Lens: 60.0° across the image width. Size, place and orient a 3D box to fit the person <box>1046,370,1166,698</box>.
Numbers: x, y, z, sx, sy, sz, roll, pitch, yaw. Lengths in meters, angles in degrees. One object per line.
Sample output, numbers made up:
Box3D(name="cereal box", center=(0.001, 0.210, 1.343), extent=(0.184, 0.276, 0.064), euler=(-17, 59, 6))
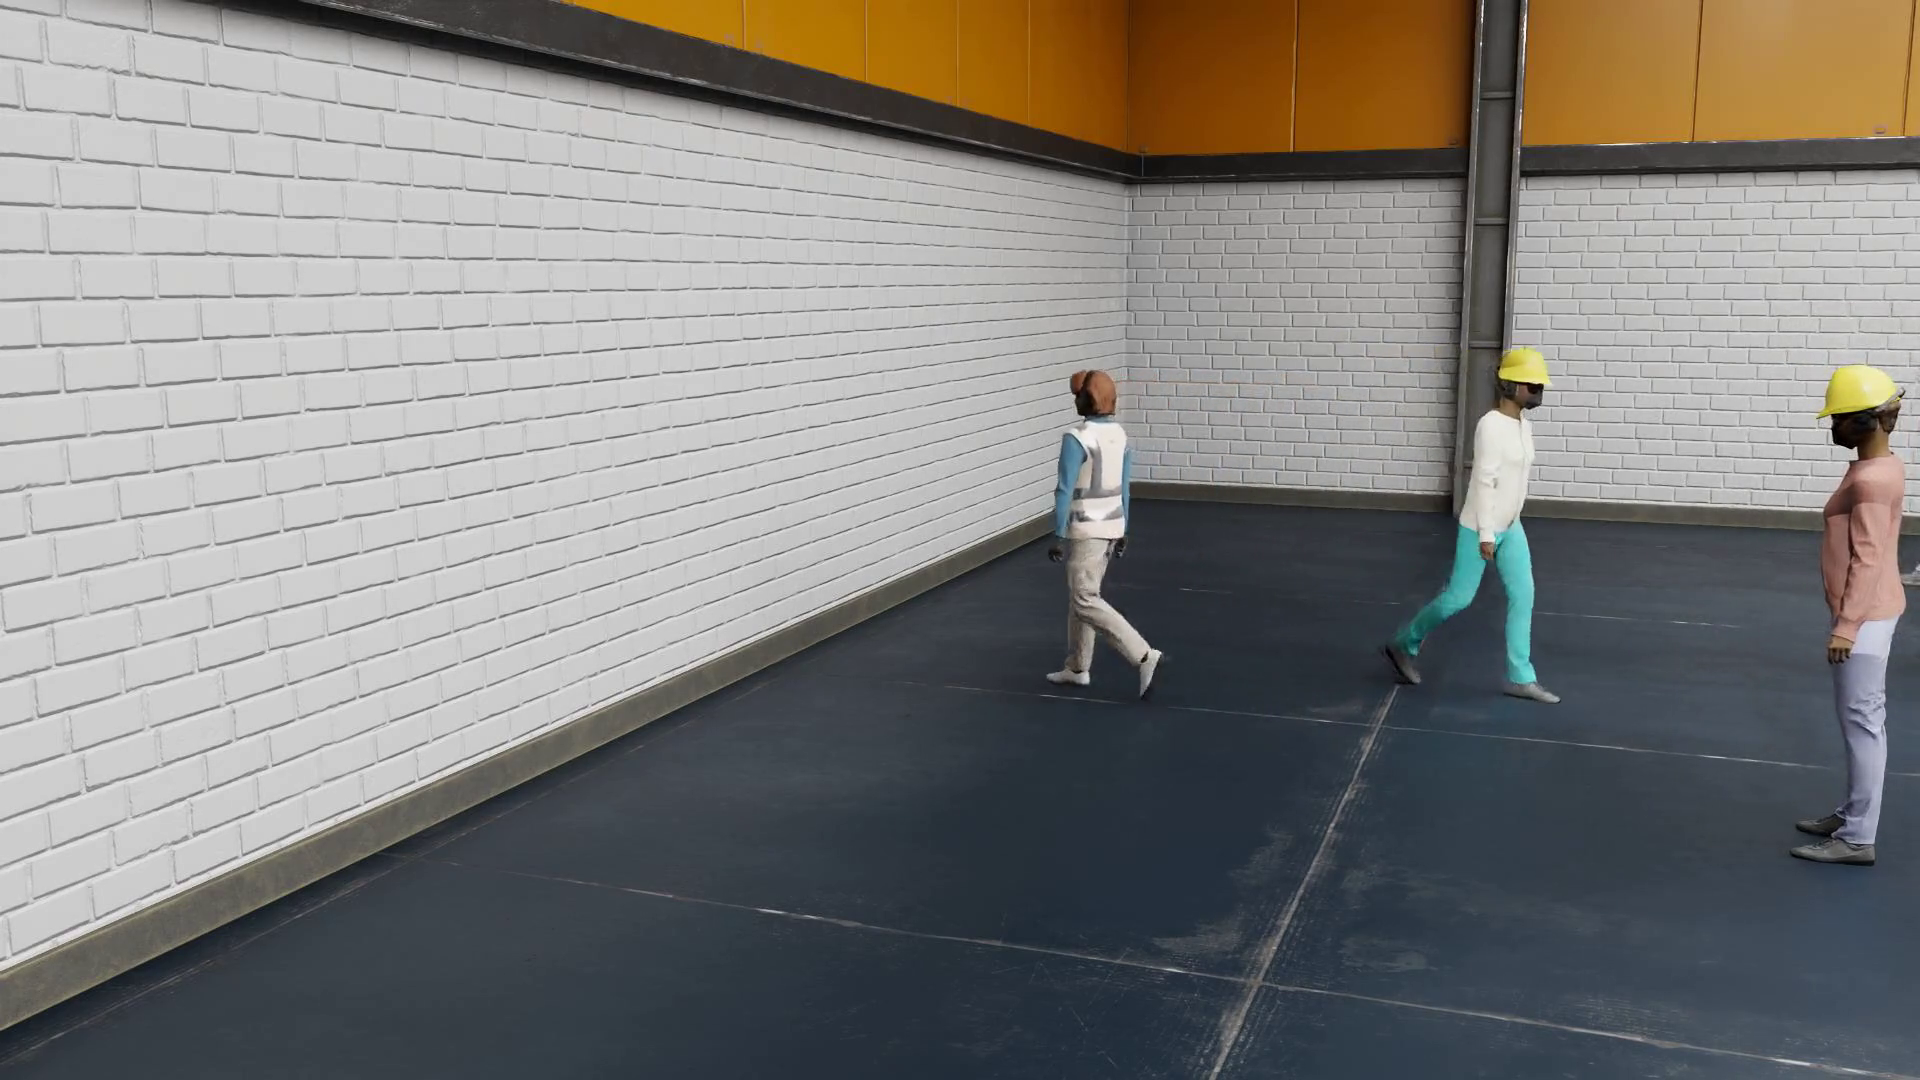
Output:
Box3D(name="person", center=(0.711, -0.025, 8.152), extent=(0.691, 1.615, 0.520), euler=(6, 11, 34))

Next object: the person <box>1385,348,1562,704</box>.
Box3D(name="person", center=(2.538, -0.086, 8.167), extent=(0.824, 1.730, 0.523), euler=(9, 13, 44))

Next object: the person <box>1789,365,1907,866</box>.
Box3D(name="person", center=(3.147, 0.267, 5.872), extent=(0.327, 1.760, 0.524), euler=(6, 11, 32))

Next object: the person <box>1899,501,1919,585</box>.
Box3D(name="person", center=(6.541, -0.582, 10.863), extent=(0.597, 1.864, 0.611), euler=(6, 11, 34))
